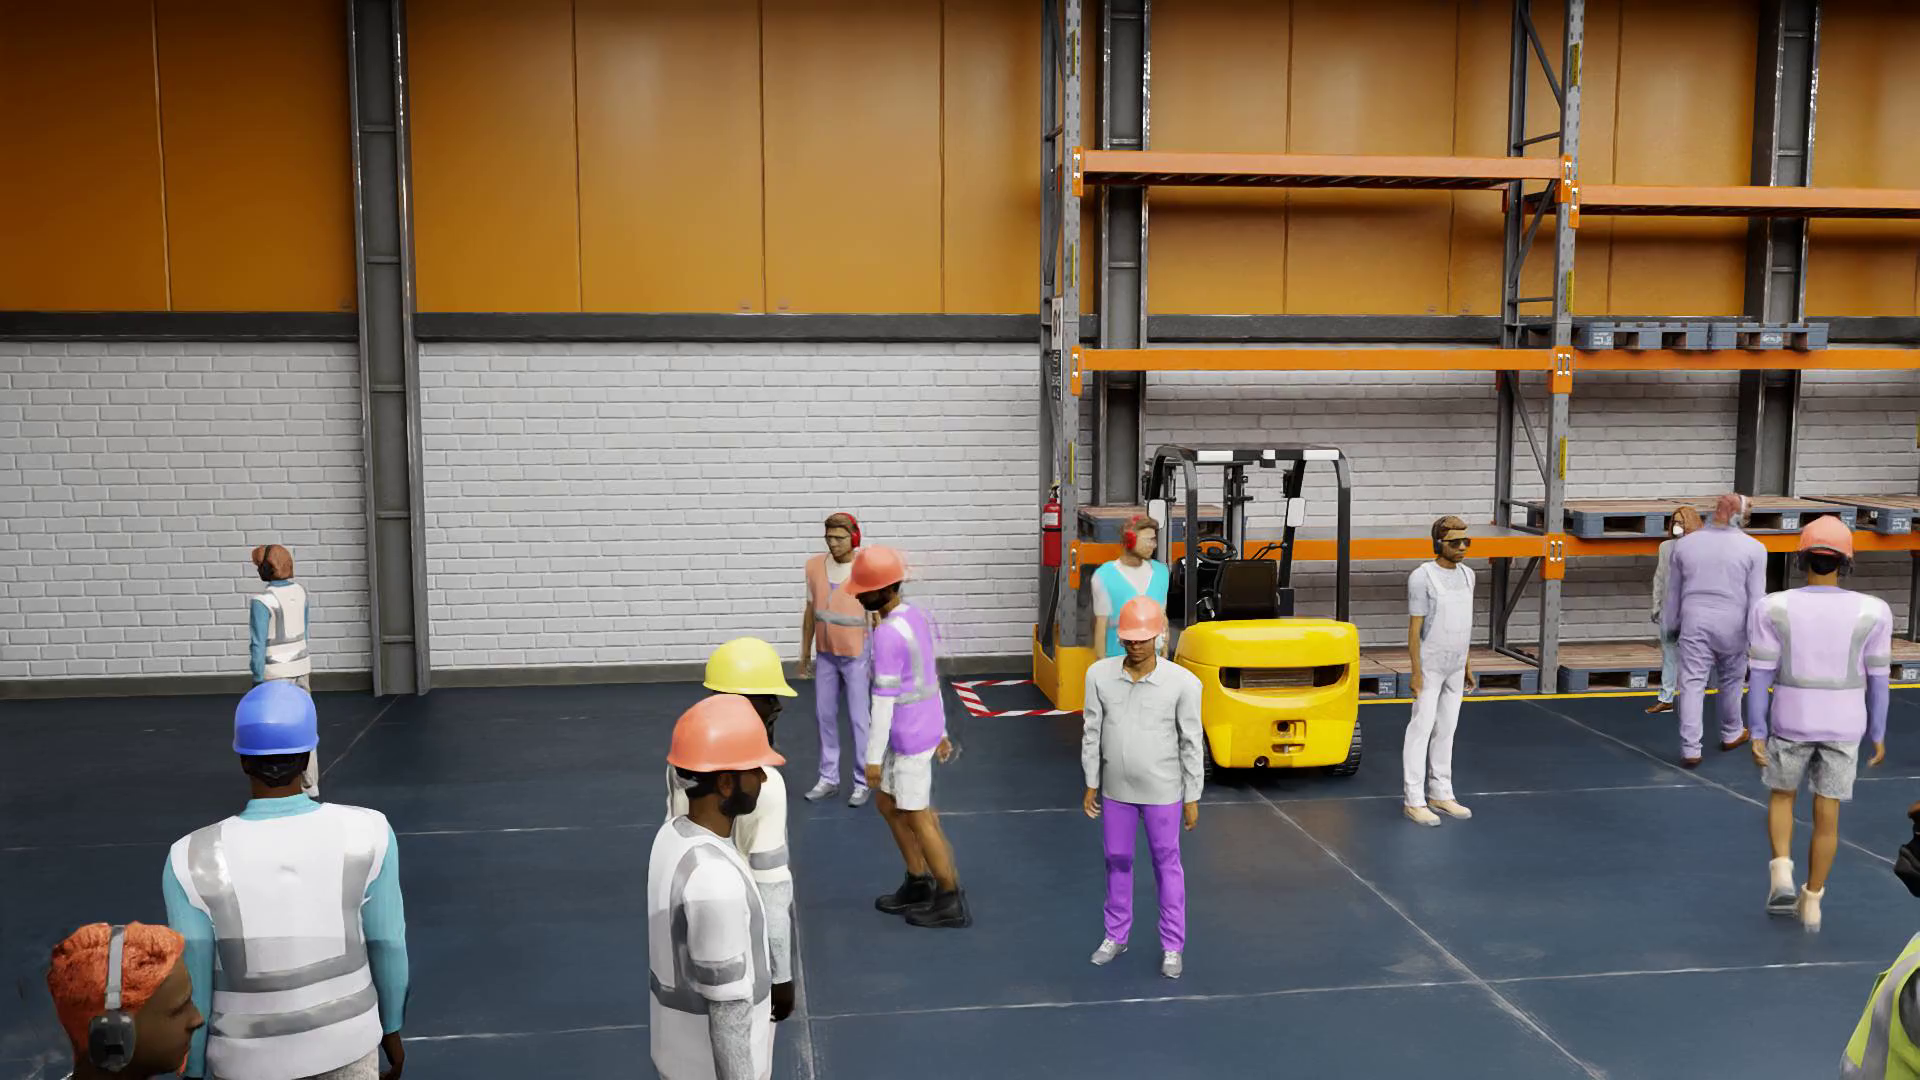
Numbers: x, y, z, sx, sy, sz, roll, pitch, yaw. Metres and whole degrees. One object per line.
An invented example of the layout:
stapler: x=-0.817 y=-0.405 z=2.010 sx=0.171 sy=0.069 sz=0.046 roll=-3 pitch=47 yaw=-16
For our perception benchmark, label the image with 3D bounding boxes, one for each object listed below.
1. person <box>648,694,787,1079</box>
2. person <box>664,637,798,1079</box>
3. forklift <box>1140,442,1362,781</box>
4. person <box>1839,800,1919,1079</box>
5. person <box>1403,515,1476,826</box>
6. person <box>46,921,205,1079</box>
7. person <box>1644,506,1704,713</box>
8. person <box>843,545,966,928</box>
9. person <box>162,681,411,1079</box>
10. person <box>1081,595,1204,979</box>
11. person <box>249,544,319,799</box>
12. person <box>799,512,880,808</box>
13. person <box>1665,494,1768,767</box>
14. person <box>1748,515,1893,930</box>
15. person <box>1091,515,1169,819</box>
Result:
person: x=-0.620 y=1.361 z=4.357 sx=0.361 sy=1.935 sz=0.552 roll=-3 pitch=7 yaw=-23
person: x=-0.706 y=1.263 z=5.267 sx=0.383 sy=1.924 sz=0.589 roll=-5 pitch=8 yaw=-40
forklift: x=1.912 y=0.418 z=11.496 sx=1.214 sy=2.155 sz=2.313 roll=-1 pitch=7 yaw=-8
person: x=2.256 y=1.467 z=3.828 sx=0.429 sy=1.846 sz=0.633 roll=6 pitch=9 yaw=40
person: x=2.881 y=0.768 z=9.941 sx=0.506 sy=1.846 sz=0.350 roll=-4 pitch=8 yaw=-31
person: x=-1.436 y=1.576 z=2.938 sx=1.005 sy=1.827 sz=0.582 roll=-2 pitch=7 yaw=-15
person: x=5.530 y=0.553 z=12.745 sx=0.280 sy=1.633 sz=0.500 roll=-4 pitch=8 yaw=-33
person: x=-0.251 y=0.958 z=8.057 sx=0.621 sy=1.889 sz=0.559 roll=1 pitch=7 yaw=7
person: x=-1.786 y=1.343 z=4.456 sx=0.604 sy=1.949 sz=0.389 roll=-4 pitch=7 yaw=-29
person: x=0.812 y=1.103 z=7.496 sx=0.577 sy=1.739 sz=0.392 roll=4 pitch=7 yaw=28
person: x=-4.184 y=0.838 z=10.267 sx=0.319 sy=1.628 sz=0.513 roll=1 pitch=7 yaw=13
person: x=-0.711 y=0.733 z=10.332 sx=0.616 sy=1.834 sz=0.395 roll=4 pitch=8 yaw=32
person: x=5.204 y=0.599 z=11.417 sx=0.675 sy=1.834 sz=0.975 roll=5 pitch=8 yaw=40
person: x=4.150 y=0.893 z=8.055 sx=0.617 sy=2.027 sz=0.466 roll=3 pitch=7 yaw=27
person: x=1.043 y=0.757 z=10.136 sx=0.594 sy=1.824 sz=0.481 roll=-3 pitch=7 yaw=-24
